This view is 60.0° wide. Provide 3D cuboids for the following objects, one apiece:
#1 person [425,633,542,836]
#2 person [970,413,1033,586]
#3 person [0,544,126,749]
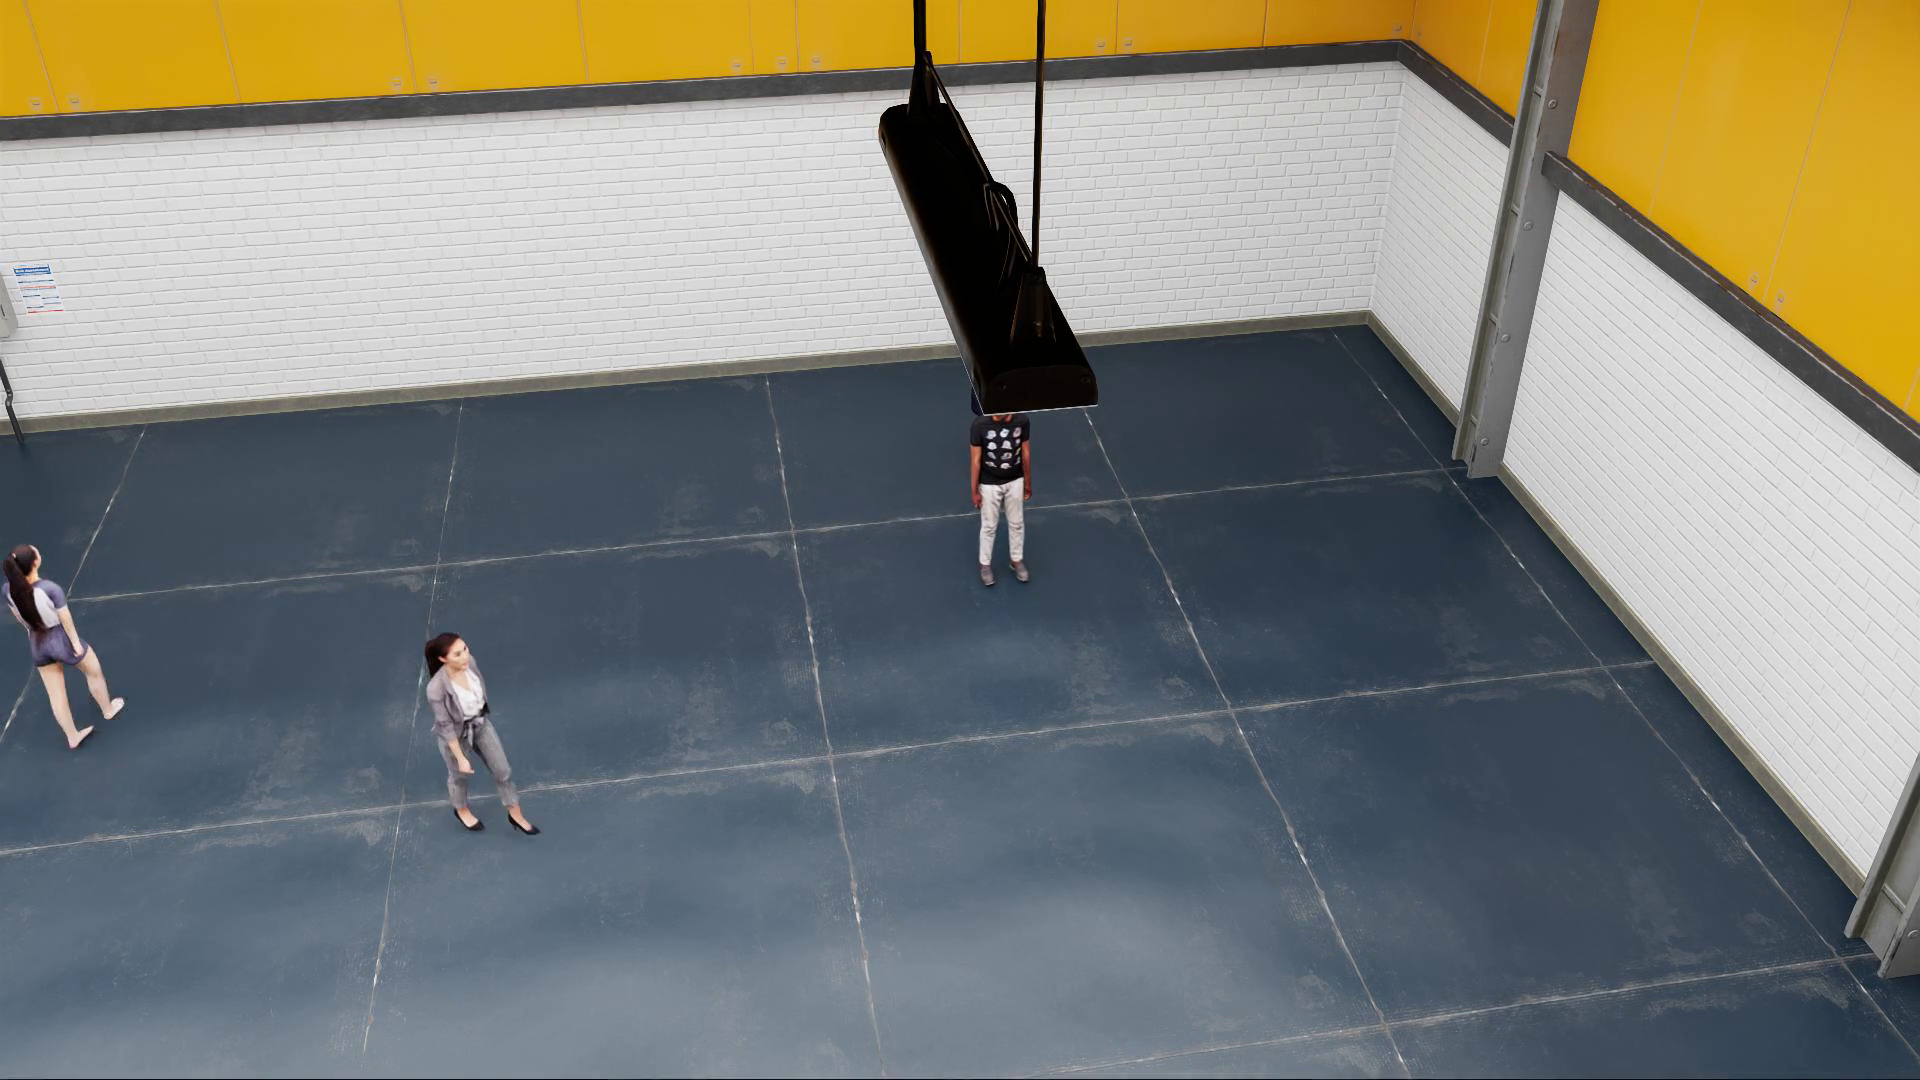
[{"bbox_3d":[-3.314,1.282,10.908,0.964,1.652,0.933,17,37,24],"label":"person"},{"bbox_3d":[0.327,-0.474,13.417,0.663,1.799,0.601,-7,34,-10],"label":"person"},{"bbox_3d":[-6.383,0.794,11.662,0.706,1.632,0.836,2,34,2],"label":"person"}]
